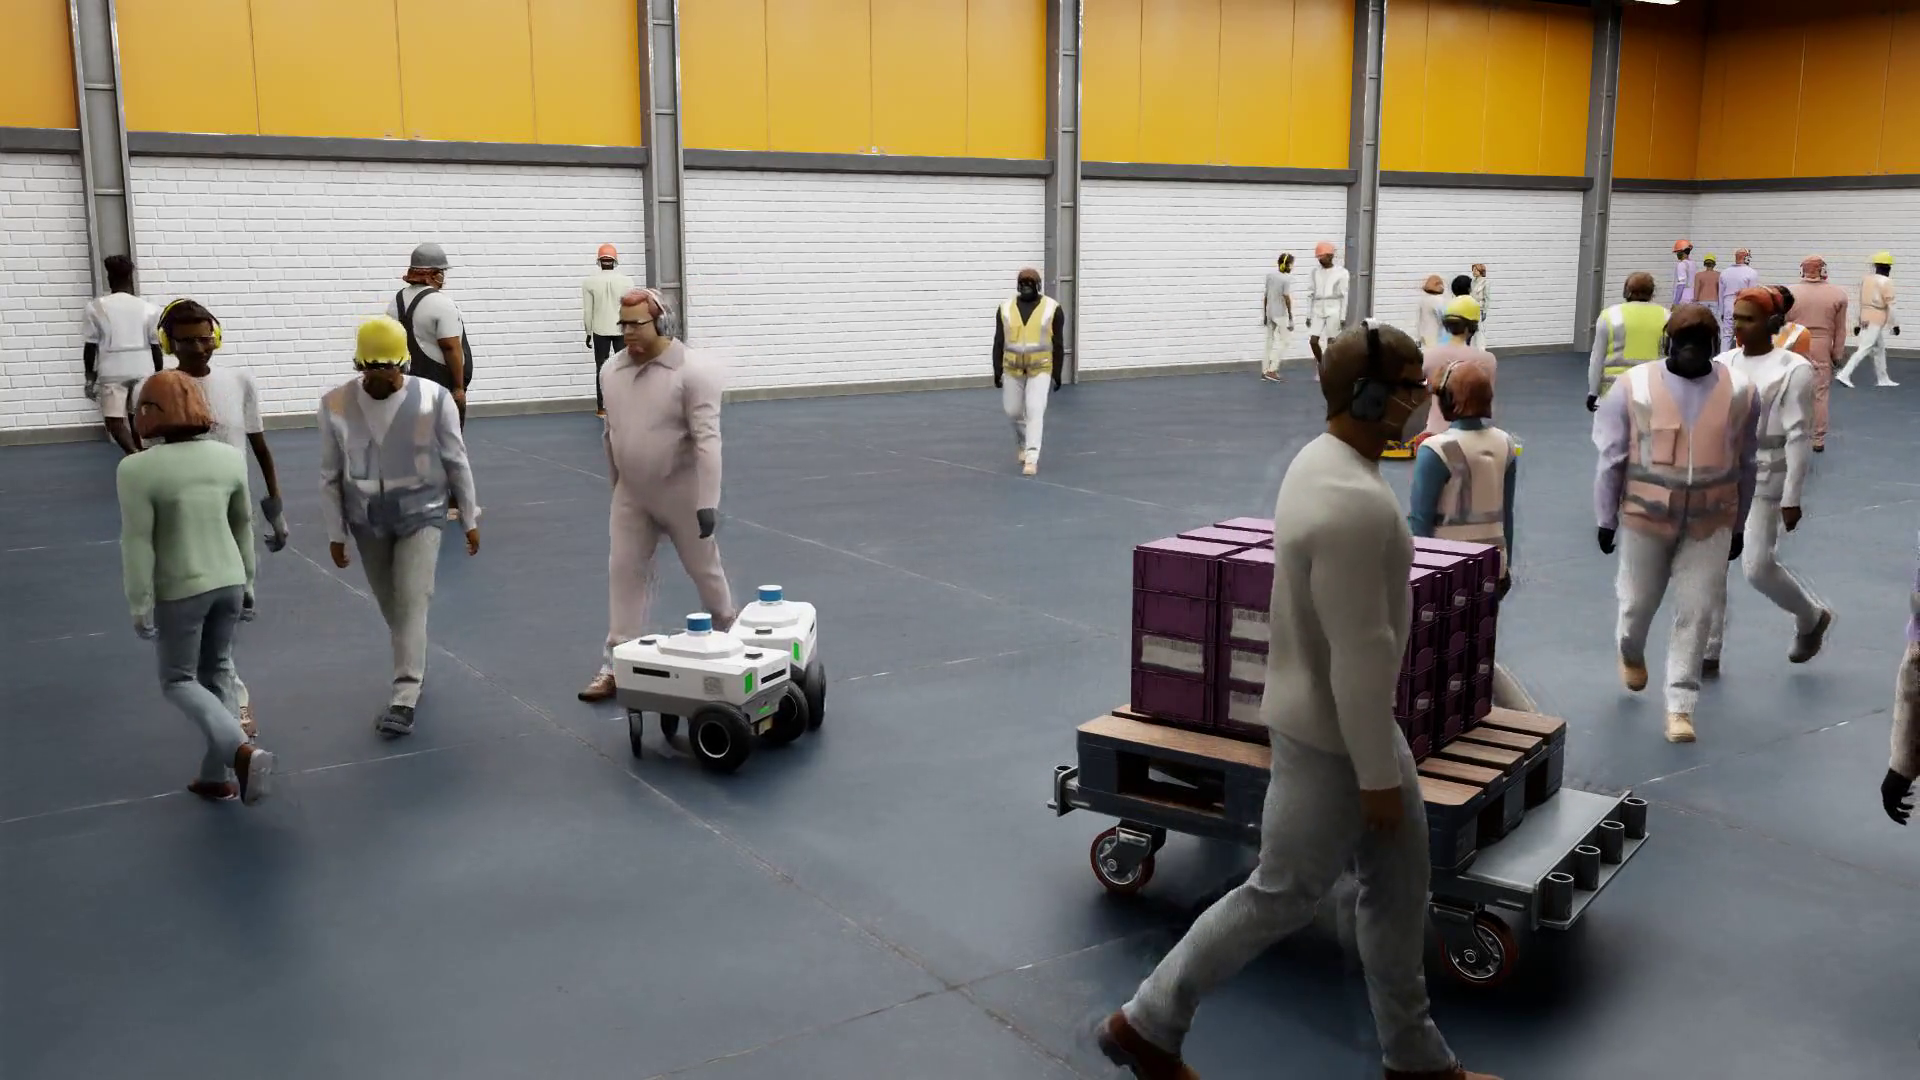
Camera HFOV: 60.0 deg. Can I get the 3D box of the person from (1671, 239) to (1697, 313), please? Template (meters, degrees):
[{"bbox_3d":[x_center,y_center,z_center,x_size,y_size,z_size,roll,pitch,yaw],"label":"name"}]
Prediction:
[{"bbox_3d":[12.118,-4.027,27.973,0.392,2.033,0.605,9,14,41],"label":"person"}]

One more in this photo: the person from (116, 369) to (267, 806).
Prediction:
[{"bbox_3d":[-2.689,0.201,5.955,0.582,1.616,0.507,7,12,32],"label":"person"}]

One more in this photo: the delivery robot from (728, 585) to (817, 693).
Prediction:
[{"bbox_3d":[-0.823,0.440,7.276,0.477,0.478,0.707,0,10,0],"label":"delivery robot"}]

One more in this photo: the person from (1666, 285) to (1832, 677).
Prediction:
[{"bbox_3d":[3.742,-0.260,7.788,0.747,1.863,0.589,-4,11,-19],"label":"person"}]

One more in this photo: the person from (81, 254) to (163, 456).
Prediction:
[{"bbox_3d":[-6.792,-1.359,13.581,0.612,1.944,0.780,-10,14,-43],"label":"person"}]

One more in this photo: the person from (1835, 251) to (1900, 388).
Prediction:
[{"bbox_3d":[12.592,-3.037,22.973,0.970,1.886,0.592,-1,10,-3],"label":"person"}]

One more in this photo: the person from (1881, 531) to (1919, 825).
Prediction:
[{"bbox_3d":[2.407,0.490,3.690,0.599,1.862,1.034,5,11,25],"label":"person"}]

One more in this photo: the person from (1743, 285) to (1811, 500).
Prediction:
[{"bbox_3d":[6.442,-1.167,13.213,0.322,1.696,0.535,-9,14,-42],"label":"person"}]

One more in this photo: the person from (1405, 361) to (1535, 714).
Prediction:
[{"bbox_3d":[1.942,0.136,6.287,0.507,1.621,0.480,-8,13,-38],"label":"person"}]

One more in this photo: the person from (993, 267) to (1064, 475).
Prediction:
[{"bbox_3d":[0.613,-1.520,14.821,0.645,1.820,0.807,3,11,15],"label":"person"}]

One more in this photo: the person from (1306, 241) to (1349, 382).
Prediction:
[{"bbox_3d":[5.137,-3.167,23.322,0.606,2.017,0.424,7,12,34],"label":"person"}]

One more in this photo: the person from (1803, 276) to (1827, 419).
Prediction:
[{"bbox_3d":[9.575,-2.216,18.710,0.571,1.801,0.964,4,11,22],"label":"person"}]

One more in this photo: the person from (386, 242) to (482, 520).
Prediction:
[{"bbox_3d":[-3.864,-1.175,12.315,0.689,2.000,0.538,7,12,33],"label":"person"}]

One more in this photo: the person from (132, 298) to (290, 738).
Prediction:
[{"bbox_3d":[-3.211,-0.118,7.105,0.571,1.833,0.838,-9,13,-39],"label":"person"}]

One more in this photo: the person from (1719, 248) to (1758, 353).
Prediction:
[{"bbox_3d":[11.791,-3.451,25.160,0.410,1.909,0.643,-6,12,-29],"label":"person"}]

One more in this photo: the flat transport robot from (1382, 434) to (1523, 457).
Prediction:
[{"bbox_3d":[4.551,-0.940,15.880,1.431,0.197,0.652,-2,10,-9],"label":"flat transport robot"}]

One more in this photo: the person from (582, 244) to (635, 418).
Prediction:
[{"bbox_3d":[-4.022,-2.400,19.156,0.611,1.995,0.375,-3,11,-15],"label":"person"}]

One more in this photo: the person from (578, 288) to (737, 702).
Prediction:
[{"bbox_3d":[-1.355,-0.228,7.674,0.681,1.858,0.940,4,11,23],"label":"person"}]

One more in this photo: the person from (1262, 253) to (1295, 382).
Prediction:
[{"bbox_3d":[4.549,-3.194,23.953,0.390,1.843,0.637,-5,12,-27],"label":"person"}]

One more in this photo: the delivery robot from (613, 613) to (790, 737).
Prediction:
[{"bbox_3d":[-1.050,0.540,6.731,0.707,0.478,0.477,5,12,26],"label":"delivery robot"}]

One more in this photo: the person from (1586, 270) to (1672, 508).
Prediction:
[{"bbox_3d":[5.103,-1.126,12.640,0.645,1.825,0.491,0,10,0],"label":"person"}]

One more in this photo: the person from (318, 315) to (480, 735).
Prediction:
[{"bbox_3d":[-2.419,-0.097,7.188,0.612,1.766,0.960,-1,10,-4],"label":"person"}]

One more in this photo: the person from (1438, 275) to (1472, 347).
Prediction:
[{"bbox_3d":[5.590,-2.149,18.720,0.867,1.648,0.547,-5,12,-26],"label":"person"}]

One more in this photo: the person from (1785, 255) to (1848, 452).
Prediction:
[{"bbox_3d":[8.199,-1.800,16.115,0.651,1.904,0.403,3,11,14],"label":"person"}]

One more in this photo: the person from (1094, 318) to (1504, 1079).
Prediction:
[{"bbox_3d":[0.808,0.440,3.873,0.946,1.906,0.640,2,11,12],"label":"person"}]

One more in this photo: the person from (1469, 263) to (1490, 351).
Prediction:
[{"bbox_3d":[8.558,-3.752,27.544,0.308,1.640,0.510,-5,11,-24],"label":"person"}]

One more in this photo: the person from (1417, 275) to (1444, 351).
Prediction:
[{"bbox_3d":[5.949,-2.575,21.185,0.763,1.603,0.499,-1,10,-8],"label":"person"}]

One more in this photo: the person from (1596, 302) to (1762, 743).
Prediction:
[{"bbox_3d":[3.036,-0.108,7.098,0.632,1.819,0.782,3,11,14],"label":"person"}]

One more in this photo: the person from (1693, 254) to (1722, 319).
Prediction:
[{"bbox_3d":[13.704,-4.354,30.510,0.527,1.763,0.333,2,10,9],"label":"person"}]

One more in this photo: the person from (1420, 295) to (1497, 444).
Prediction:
[{"bbox_3d":[3.068,-0.643,10.285,0.554,1.715,0.923,9,14,40],"label":"person"}]
